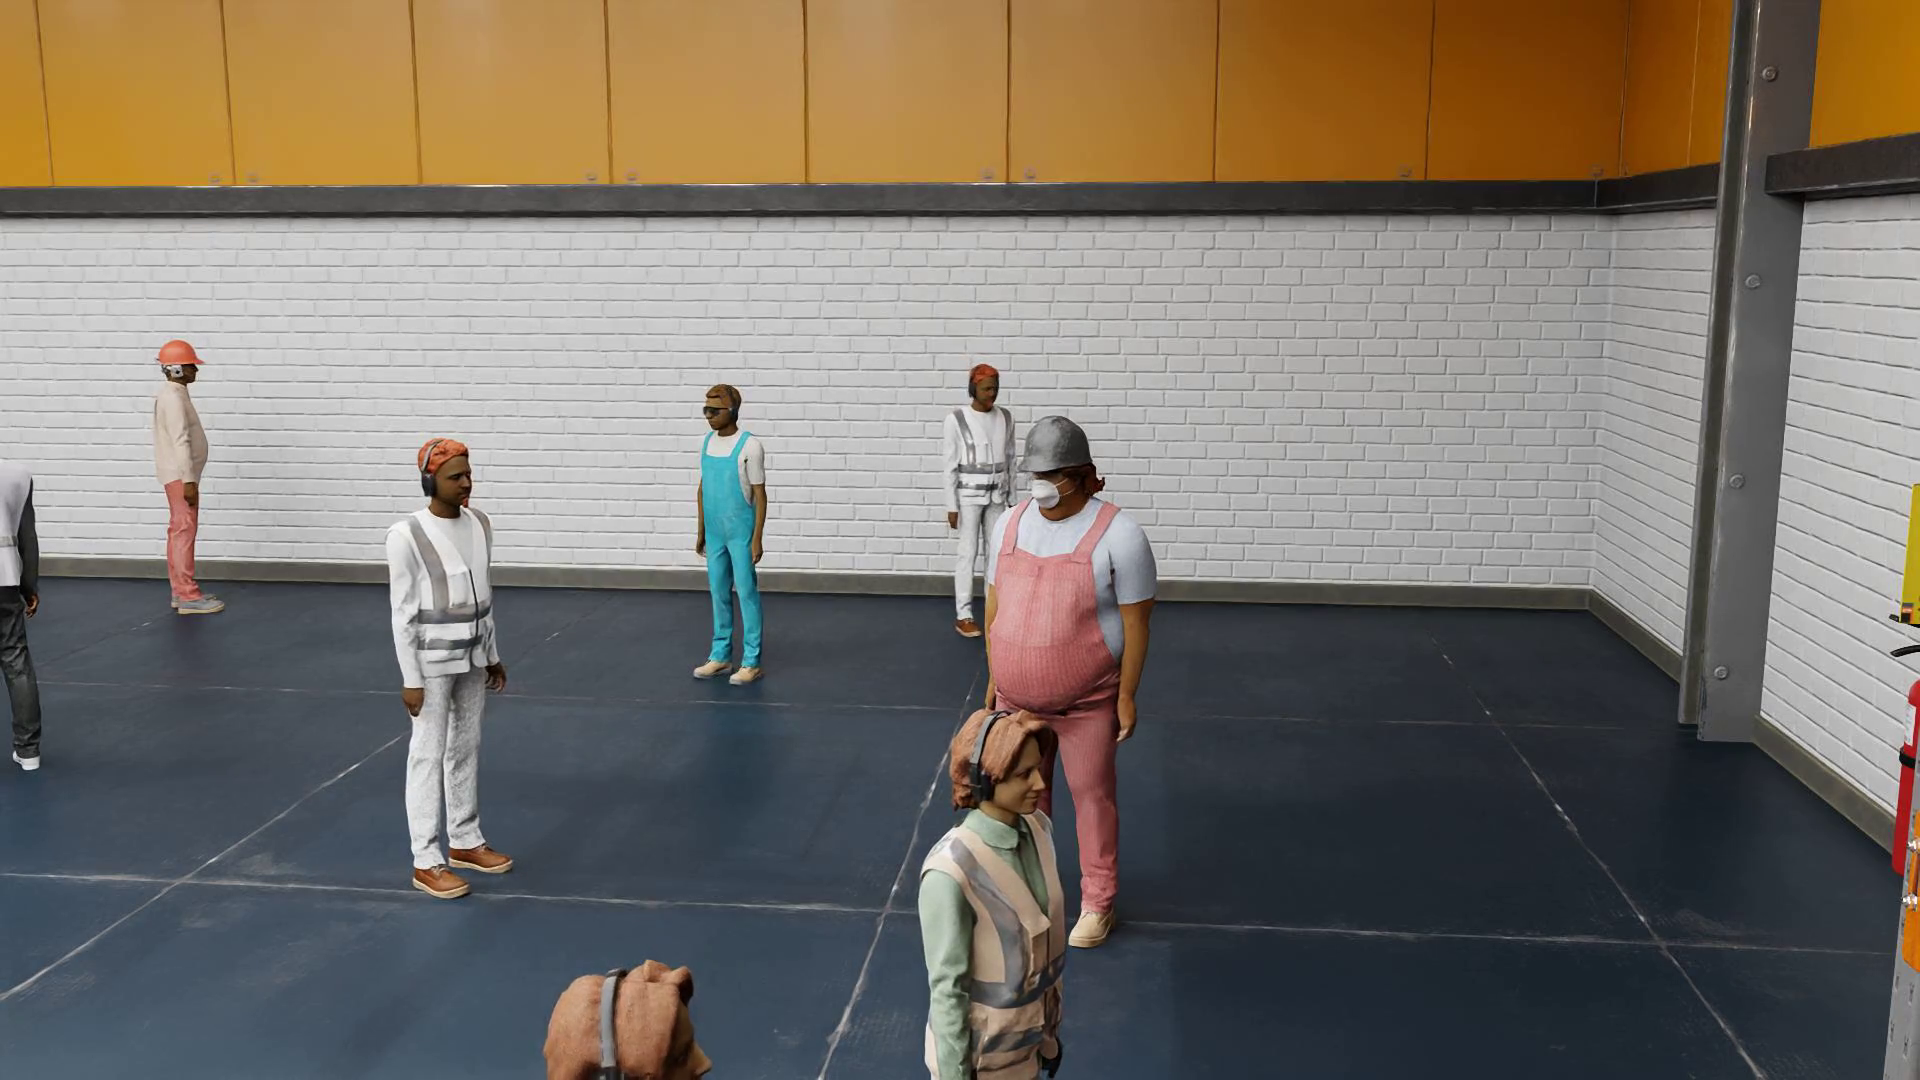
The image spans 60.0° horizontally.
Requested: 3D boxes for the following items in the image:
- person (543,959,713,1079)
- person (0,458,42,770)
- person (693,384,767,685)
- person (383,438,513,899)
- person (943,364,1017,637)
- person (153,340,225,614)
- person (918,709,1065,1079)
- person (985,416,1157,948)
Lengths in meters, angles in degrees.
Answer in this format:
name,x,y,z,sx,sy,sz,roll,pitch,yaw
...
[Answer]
name,x,y,z,sx,sy,sz,roll,pitch,yaw
person,-0.477,1.412,2.465,0.308,1.645,0.514,1,10,8
person,-4.901,0.253,8.314,0.392,1.920,0.593,7,12,35
person,-1.408,-0.036,10.177,0.516,1.843,0.327,7,12,33
person,-2.114,0.516,6.913,0.361,1.882,0.575,4,11,24
person,0.149,-0.271,11.439,0.583,1.879,0.367,-6,12,-32
person,-5.682,-0.463,12.192,0.379,1.996,0.609,-6,12,-30
person,0.077,1.182,3.795,0.308,1.640,0.511,5,11,26
person,0.361,0.537,6.339,0.688,2.000,0.536,6,12,31
